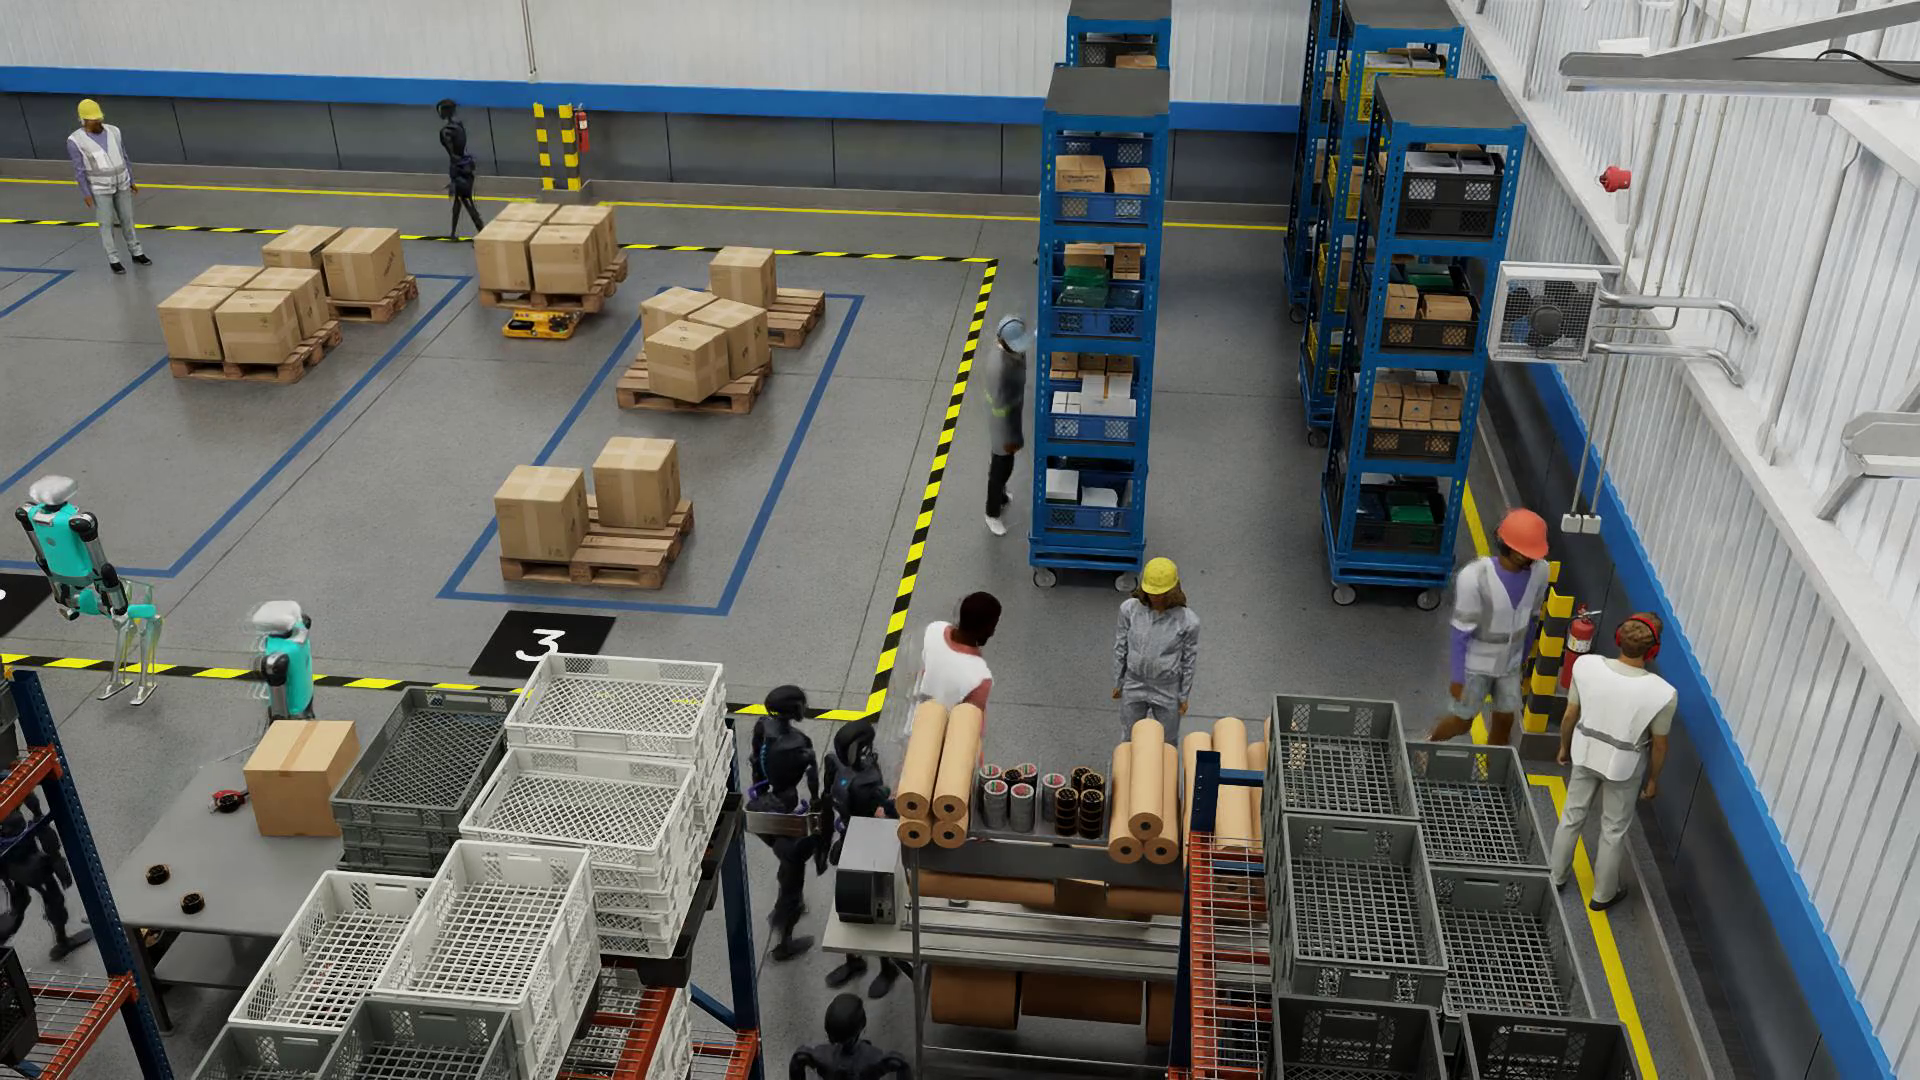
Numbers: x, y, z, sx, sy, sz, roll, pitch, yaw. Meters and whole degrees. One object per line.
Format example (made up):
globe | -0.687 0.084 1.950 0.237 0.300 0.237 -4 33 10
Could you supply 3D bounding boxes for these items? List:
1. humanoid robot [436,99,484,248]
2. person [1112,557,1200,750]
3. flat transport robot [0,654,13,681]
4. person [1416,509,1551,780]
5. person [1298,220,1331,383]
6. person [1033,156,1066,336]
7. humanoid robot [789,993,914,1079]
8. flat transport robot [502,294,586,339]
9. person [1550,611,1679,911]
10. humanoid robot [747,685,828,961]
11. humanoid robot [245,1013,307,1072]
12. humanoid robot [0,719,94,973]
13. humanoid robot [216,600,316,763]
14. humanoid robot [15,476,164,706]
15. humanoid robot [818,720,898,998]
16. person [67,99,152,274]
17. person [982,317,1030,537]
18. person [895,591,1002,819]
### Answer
humanoid robot | -5.505 -3.979 18.131 0.678 1.633 0.610 -2 30 -3
person | 1.124 0.862 9.726 0.486 1.743 0.294 9 31 15
flat transport robot | -7.142 0.969 11.010 1.431 0.231 0.659 3 30 6
person | 3.103 0.685 9.753 0.619 2.031 0.606 -9 31 -15
person | 3.318 -2.278 14.994 0.328 1.872 0.508 25 39 36
person | 0.932 -2.815 15.915 0.515 1.873 0.327 -19 35 -29
humanoid robot | -0.405 2.501 7.007 0.588 1.625 0.752 3 30 5
flat transport robot | -4.068 -2.406 16.778 0.652 0.197 1.431 3 30 6
person | 3.508 1.213 9.021 0.563 1.847 0.391 24 38 35
humanoid robot | -0.916 1.465 8.759 0.332 1.651 0.591 -24 38 -35
humanoid robot | -2.448 2.496 7.009 0.554 1.858 0.812 9 31 15
humanoid robot | -4.913 1.596 8.543 0.588 1.633 0.575 12 32 20
humanoid robot | -3.929 1.127 9.316 1.035 1.750 0.532 -2 30 -3
humanoid robot | -5.441 0.260 10.635 0.533 1.677 0.735 8 31 14
humanoid robot | -0.503 1.631 8.466 0.598 1.654 0.351 26 39 37
person | -8.971 -3.737 17.536 0.404 1.830 0.599 19 35 30
person | 0.379 -0.946 12.774 0.386 1.811 0.729 7 31 11
person | -0.111 1.093 9.198 0.831 1.872 0.682 -18 35 -28
